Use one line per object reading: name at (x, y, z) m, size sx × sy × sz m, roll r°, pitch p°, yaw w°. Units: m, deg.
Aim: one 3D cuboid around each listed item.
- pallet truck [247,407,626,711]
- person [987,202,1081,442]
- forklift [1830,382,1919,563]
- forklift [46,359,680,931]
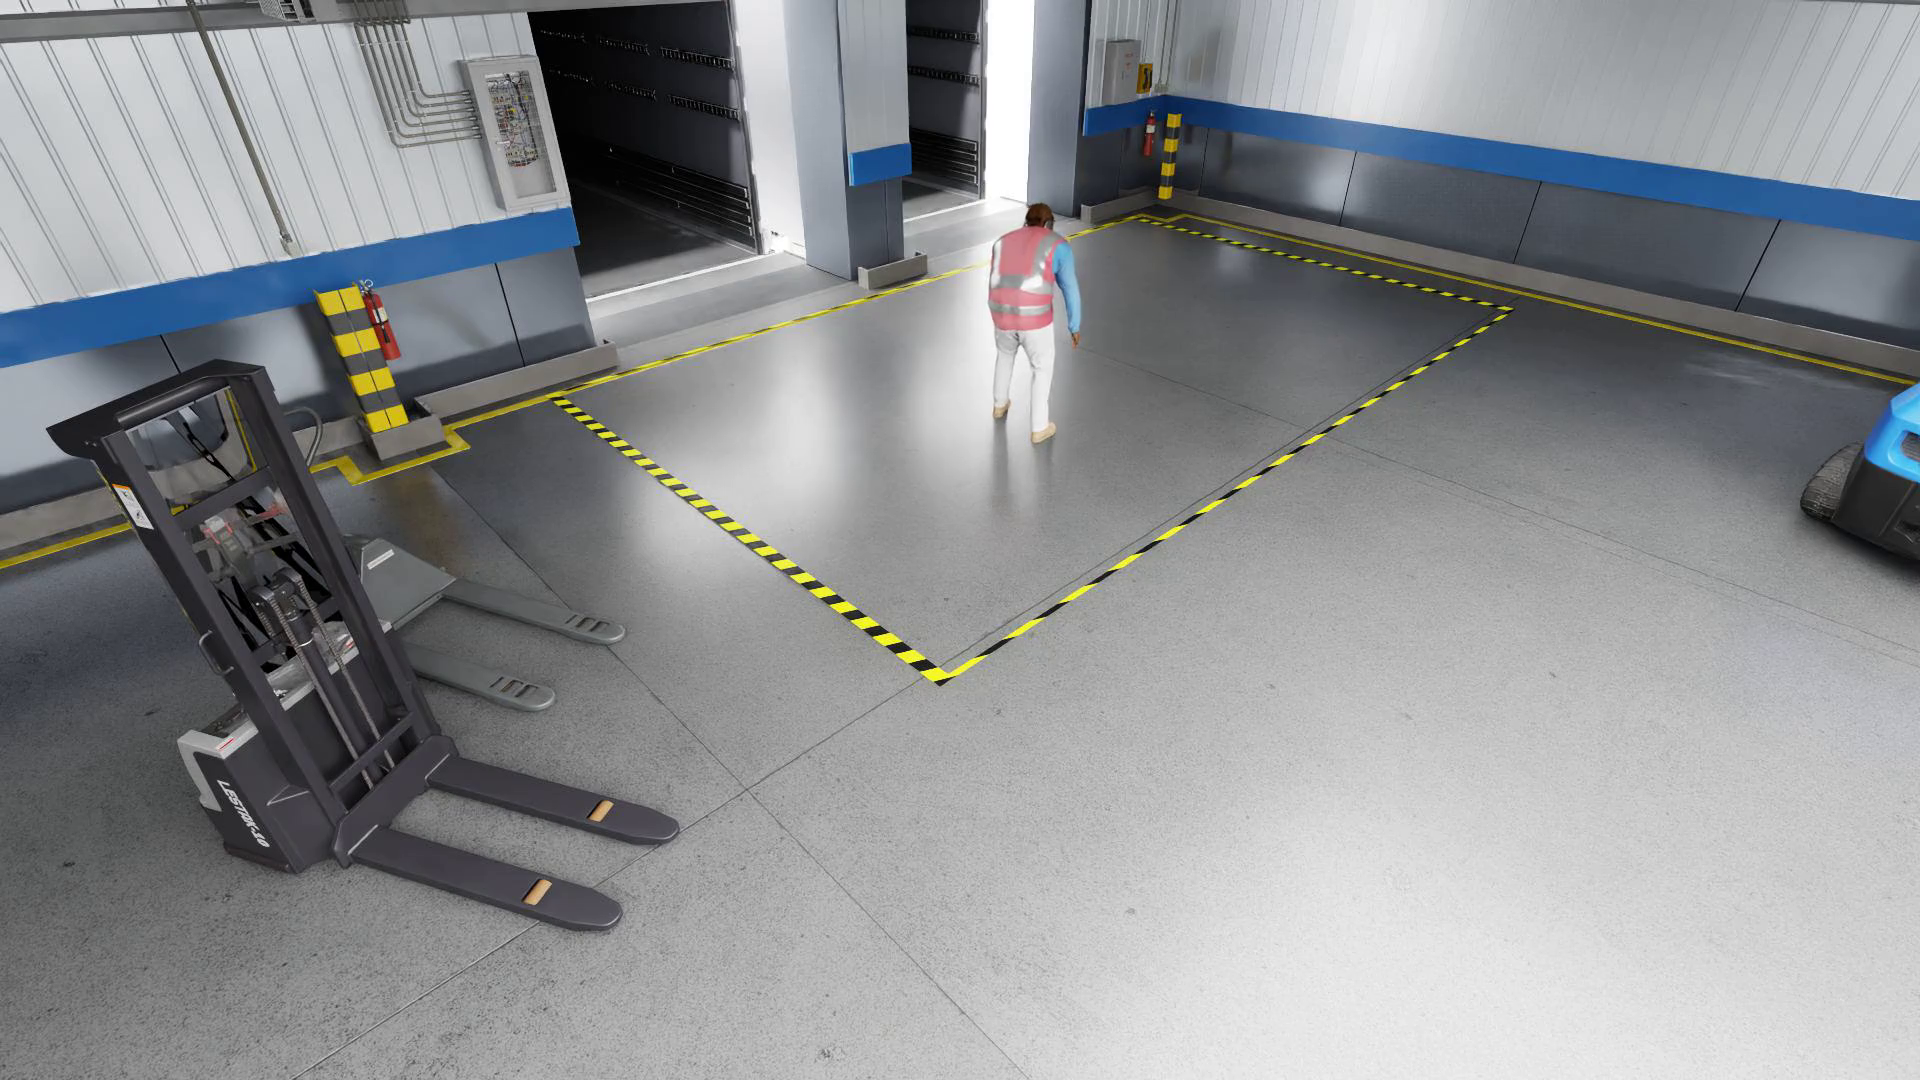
pallet truck at (-2.628, 0.038, 4.590) m, size 1.601 × 1.201 × 0.680 m, roll 12°, pitch 36°, yaw 18°
person at (0.553, -1.592, 6.717) m, size 0.757 × 1.558 × 0.792 m, roll 15°, pitch 37°, yaw 21°
forklift at (6.611, -0.966, 5.078) m, size 2.680 × 2.036 × 1.157 m, roll -12°, pitch 36°, yaw -18°
forklift at (-2.135, 0.422, 3.354) m, size 1.885 × 1.965 × 0.823 m, roll 10°, pitch 35°, yaw 14°
